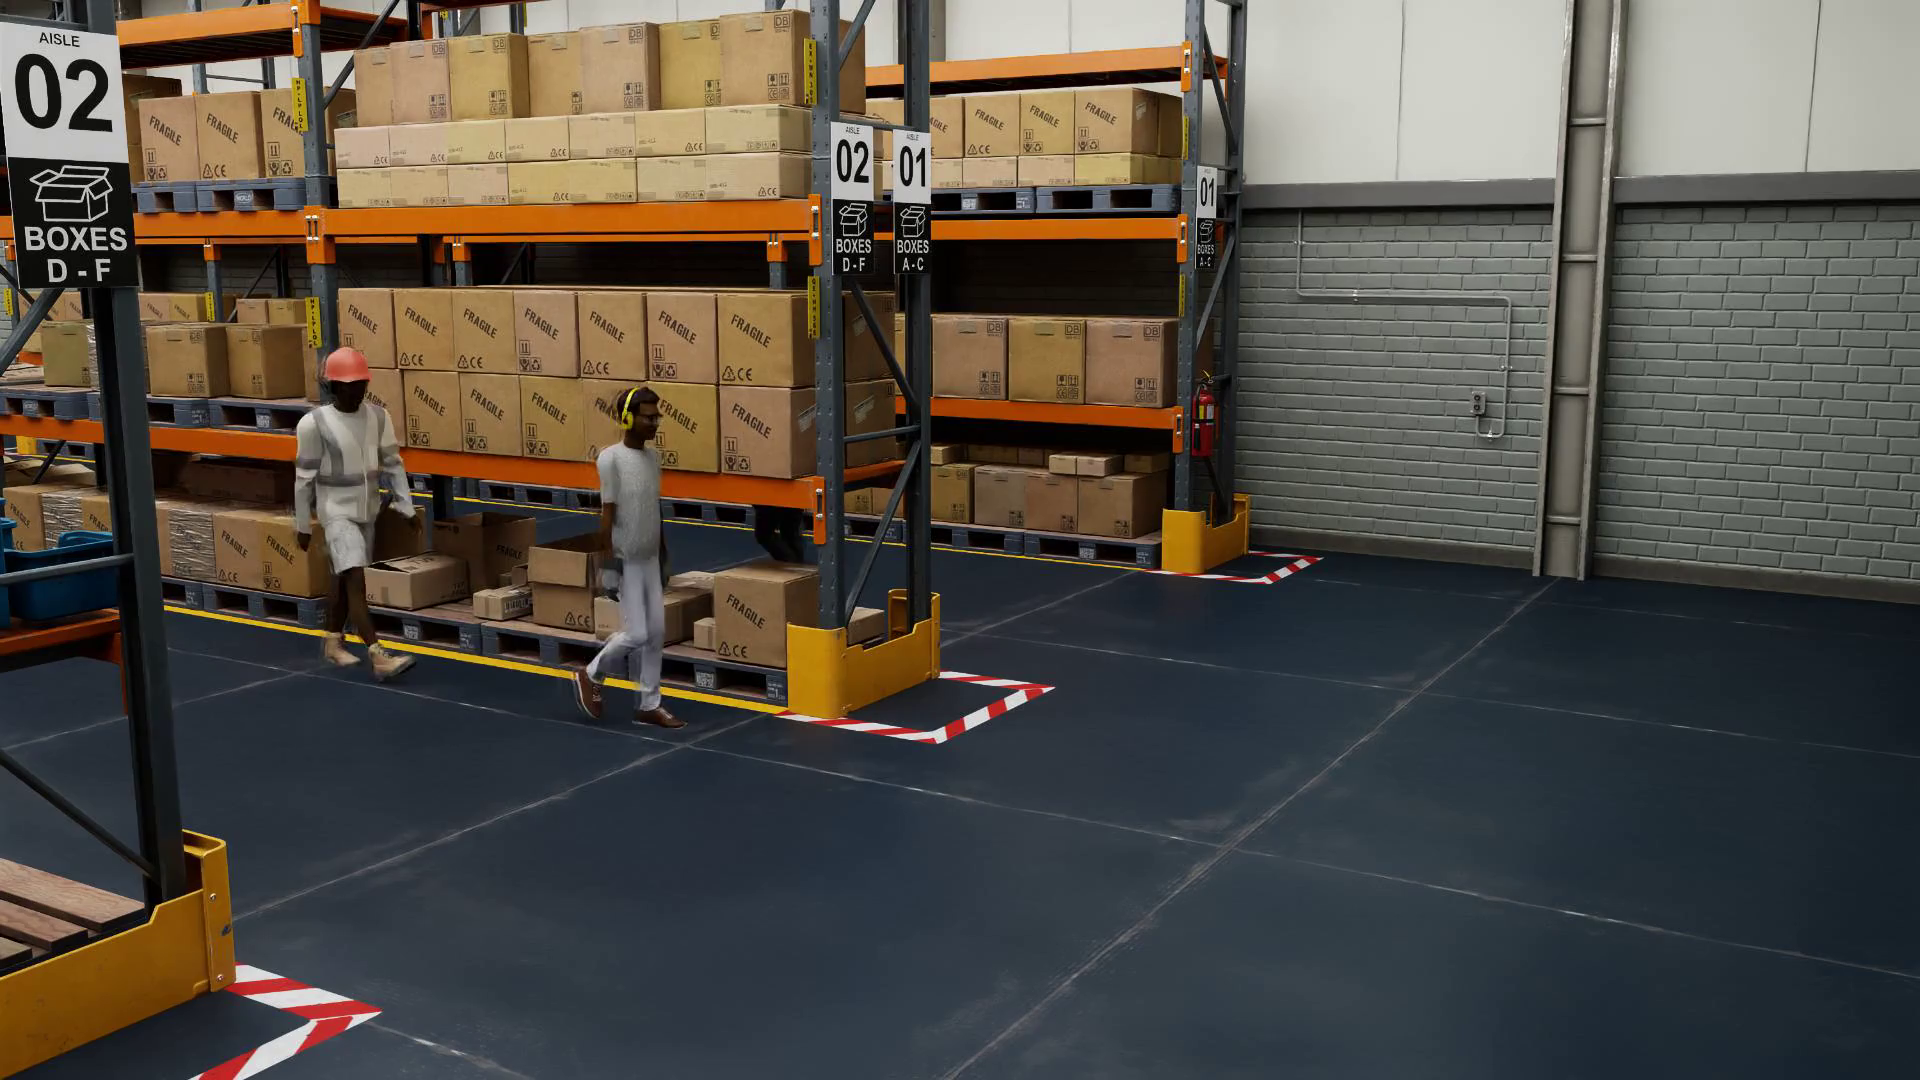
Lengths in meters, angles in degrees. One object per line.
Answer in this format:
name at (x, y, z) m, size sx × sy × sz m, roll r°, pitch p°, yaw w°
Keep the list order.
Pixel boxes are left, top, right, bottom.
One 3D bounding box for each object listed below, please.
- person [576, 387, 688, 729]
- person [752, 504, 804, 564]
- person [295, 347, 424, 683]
person at (-1.768, 0.105, 8.884) m, size 0.535 × 1.851 × 0.538 m, roll 5°, pitch 11°, yaw 26°
person at (-1.235, -0.420, 11.827) m, size 0.530 × 1.894 × 0.650 m, roll 9°, pitch 13°, yaw 42°
person at (-3.599, -0.155, 9.988) m, size 1.023 × 1.984 × 0.621 m, roll 6°, pitch 11°, yaw 30°
